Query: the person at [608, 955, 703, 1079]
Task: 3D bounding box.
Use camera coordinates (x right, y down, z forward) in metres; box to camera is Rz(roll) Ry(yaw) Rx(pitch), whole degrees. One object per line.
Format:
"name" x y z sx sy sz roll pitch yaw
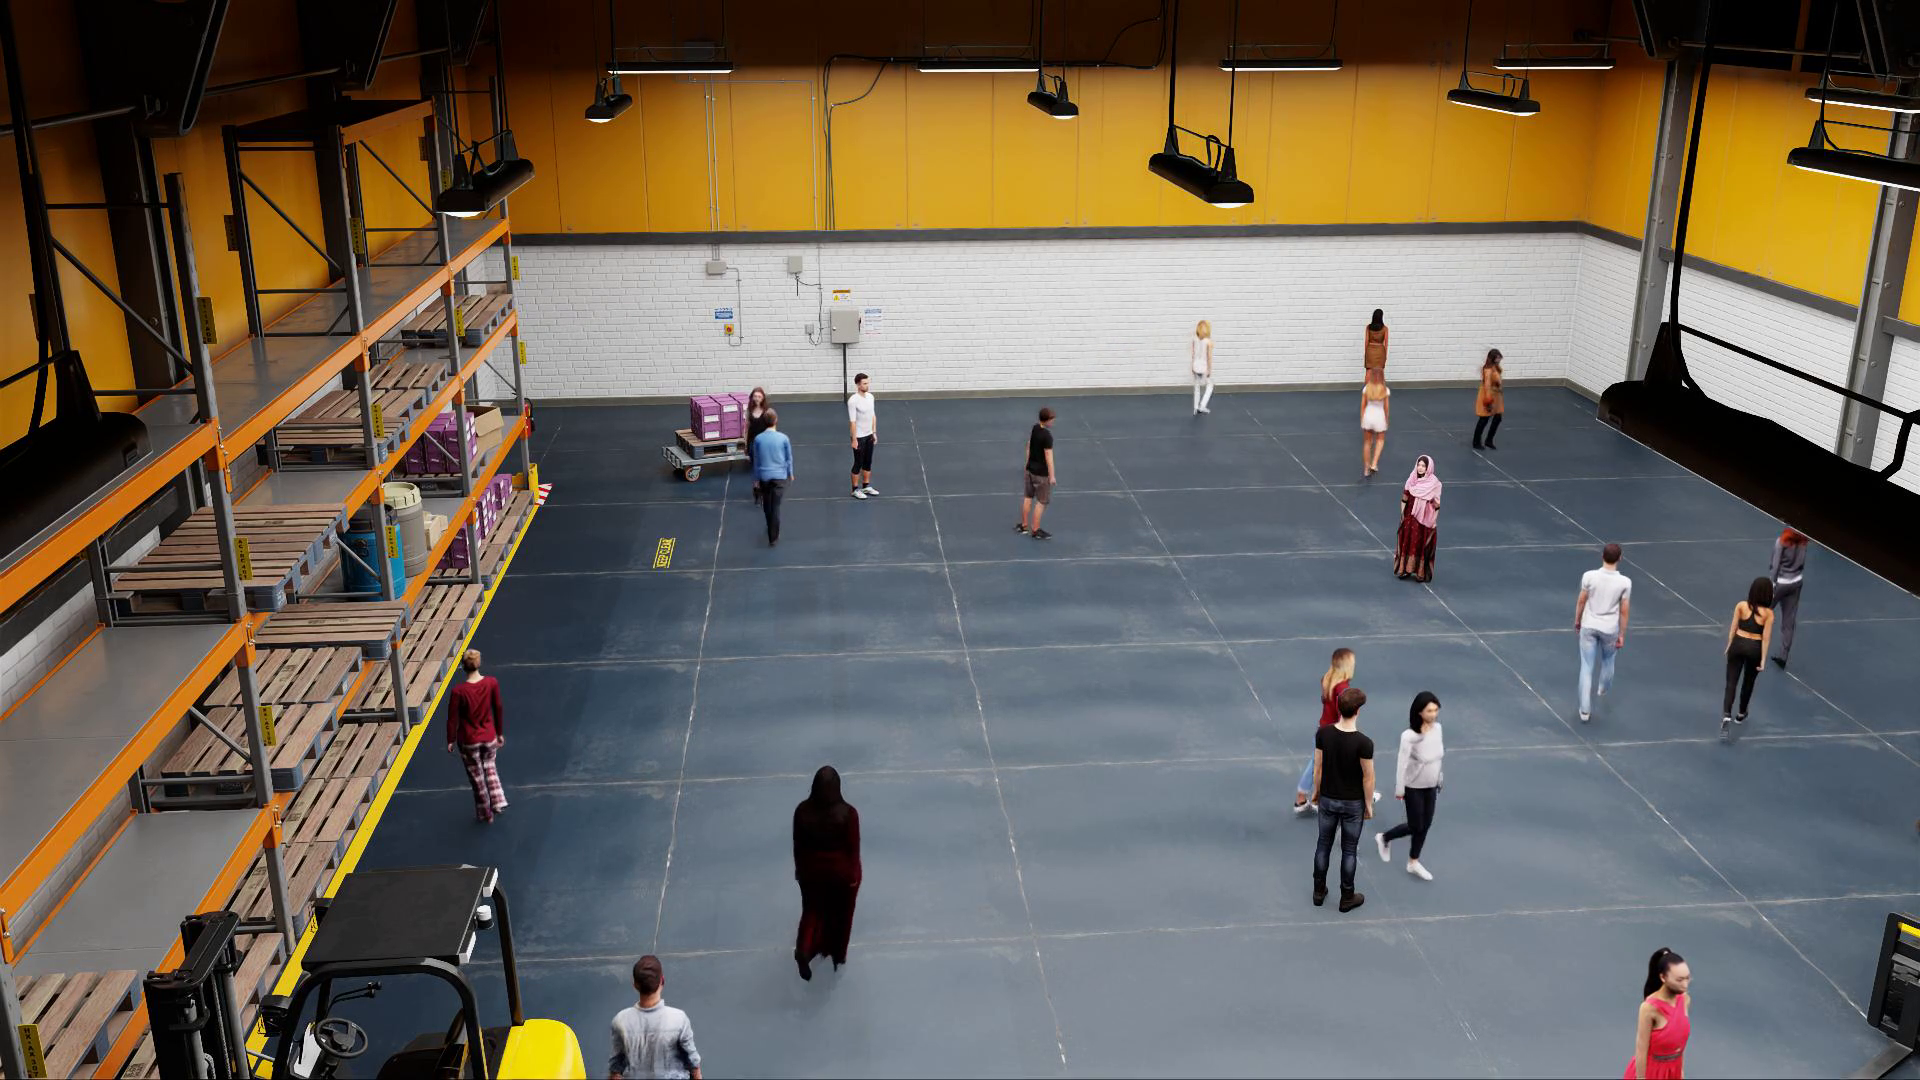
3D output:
"person" -1.823 3.386 9.778 0.884 1.791 1.288 4 19 11

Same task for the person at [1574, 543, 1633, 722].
"person" 6.503 0.969 16.938 0.983 1.801 1.248 7 20 19

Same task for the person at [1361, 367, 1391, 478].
"person" 6.284 -1.782 25.293 0.715 1.683 0.753 7 20 20

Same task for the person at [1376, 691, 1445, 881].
"person" 3.788 2.028 13.970 0.816 1.688 0.890 -15 24 -37

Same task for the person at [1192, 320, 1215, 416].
"person" 4.151 -2.982 28.894 0.704 1.658 0.763 15 24 37

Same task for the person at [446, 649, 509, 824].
"person" -4.250 1.766 14.742 0.764 1.694 0.804 -15 24 -38

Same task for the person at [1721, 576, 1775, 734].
"person" 7.842 1.164 16.643 0.940 1.620 1.078 11 22 31

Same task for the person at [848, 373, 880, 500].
"person" -1.429 -1.540 24.315 0.795 1.848 0.725 14 23 35

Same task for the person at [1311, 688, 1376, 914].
"person" 3.083 2.095 13.446 0.766 1.897 0.787 11 21 29

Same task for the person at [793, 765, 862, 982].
"person" -1.002 2.527 12.403 0.801 1.744 0.950 4 19 11

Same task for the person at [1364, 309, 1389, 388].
"person" 7.448 -3.313 29.827 0.640 1.690 0.661 9 21 25

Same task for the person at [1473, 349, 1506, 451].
"person" 8.432 -2.232 26.624 0.945 1.686 0.896 14 23 36

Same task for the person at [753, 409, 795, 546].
"person" -2.524 -0.813 22.274 0.788 1.773 1.124 2 19 6

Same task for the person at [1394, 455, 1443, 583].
"person" 5.779 -0.282 20.906 0.761 1.639 0.789 10 21 28

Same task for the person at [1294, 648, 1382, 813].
"person" 3.303 1.755 14.939 0.869 1.587 1.085 -7 20 -19

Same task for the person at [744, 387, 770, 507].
"person" -2.891 -1.390 24.114 0.622 1.693 1.121 0 19 0

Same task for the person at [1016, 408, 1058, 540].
"person" 1.005 -0.941 22.575 0.992 1.823 0.695 -14 23 -36

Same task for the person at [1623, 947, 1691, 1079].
"person" 4.250 3.284 10.179 0.699 1.727 0.703 -10 21 -28
